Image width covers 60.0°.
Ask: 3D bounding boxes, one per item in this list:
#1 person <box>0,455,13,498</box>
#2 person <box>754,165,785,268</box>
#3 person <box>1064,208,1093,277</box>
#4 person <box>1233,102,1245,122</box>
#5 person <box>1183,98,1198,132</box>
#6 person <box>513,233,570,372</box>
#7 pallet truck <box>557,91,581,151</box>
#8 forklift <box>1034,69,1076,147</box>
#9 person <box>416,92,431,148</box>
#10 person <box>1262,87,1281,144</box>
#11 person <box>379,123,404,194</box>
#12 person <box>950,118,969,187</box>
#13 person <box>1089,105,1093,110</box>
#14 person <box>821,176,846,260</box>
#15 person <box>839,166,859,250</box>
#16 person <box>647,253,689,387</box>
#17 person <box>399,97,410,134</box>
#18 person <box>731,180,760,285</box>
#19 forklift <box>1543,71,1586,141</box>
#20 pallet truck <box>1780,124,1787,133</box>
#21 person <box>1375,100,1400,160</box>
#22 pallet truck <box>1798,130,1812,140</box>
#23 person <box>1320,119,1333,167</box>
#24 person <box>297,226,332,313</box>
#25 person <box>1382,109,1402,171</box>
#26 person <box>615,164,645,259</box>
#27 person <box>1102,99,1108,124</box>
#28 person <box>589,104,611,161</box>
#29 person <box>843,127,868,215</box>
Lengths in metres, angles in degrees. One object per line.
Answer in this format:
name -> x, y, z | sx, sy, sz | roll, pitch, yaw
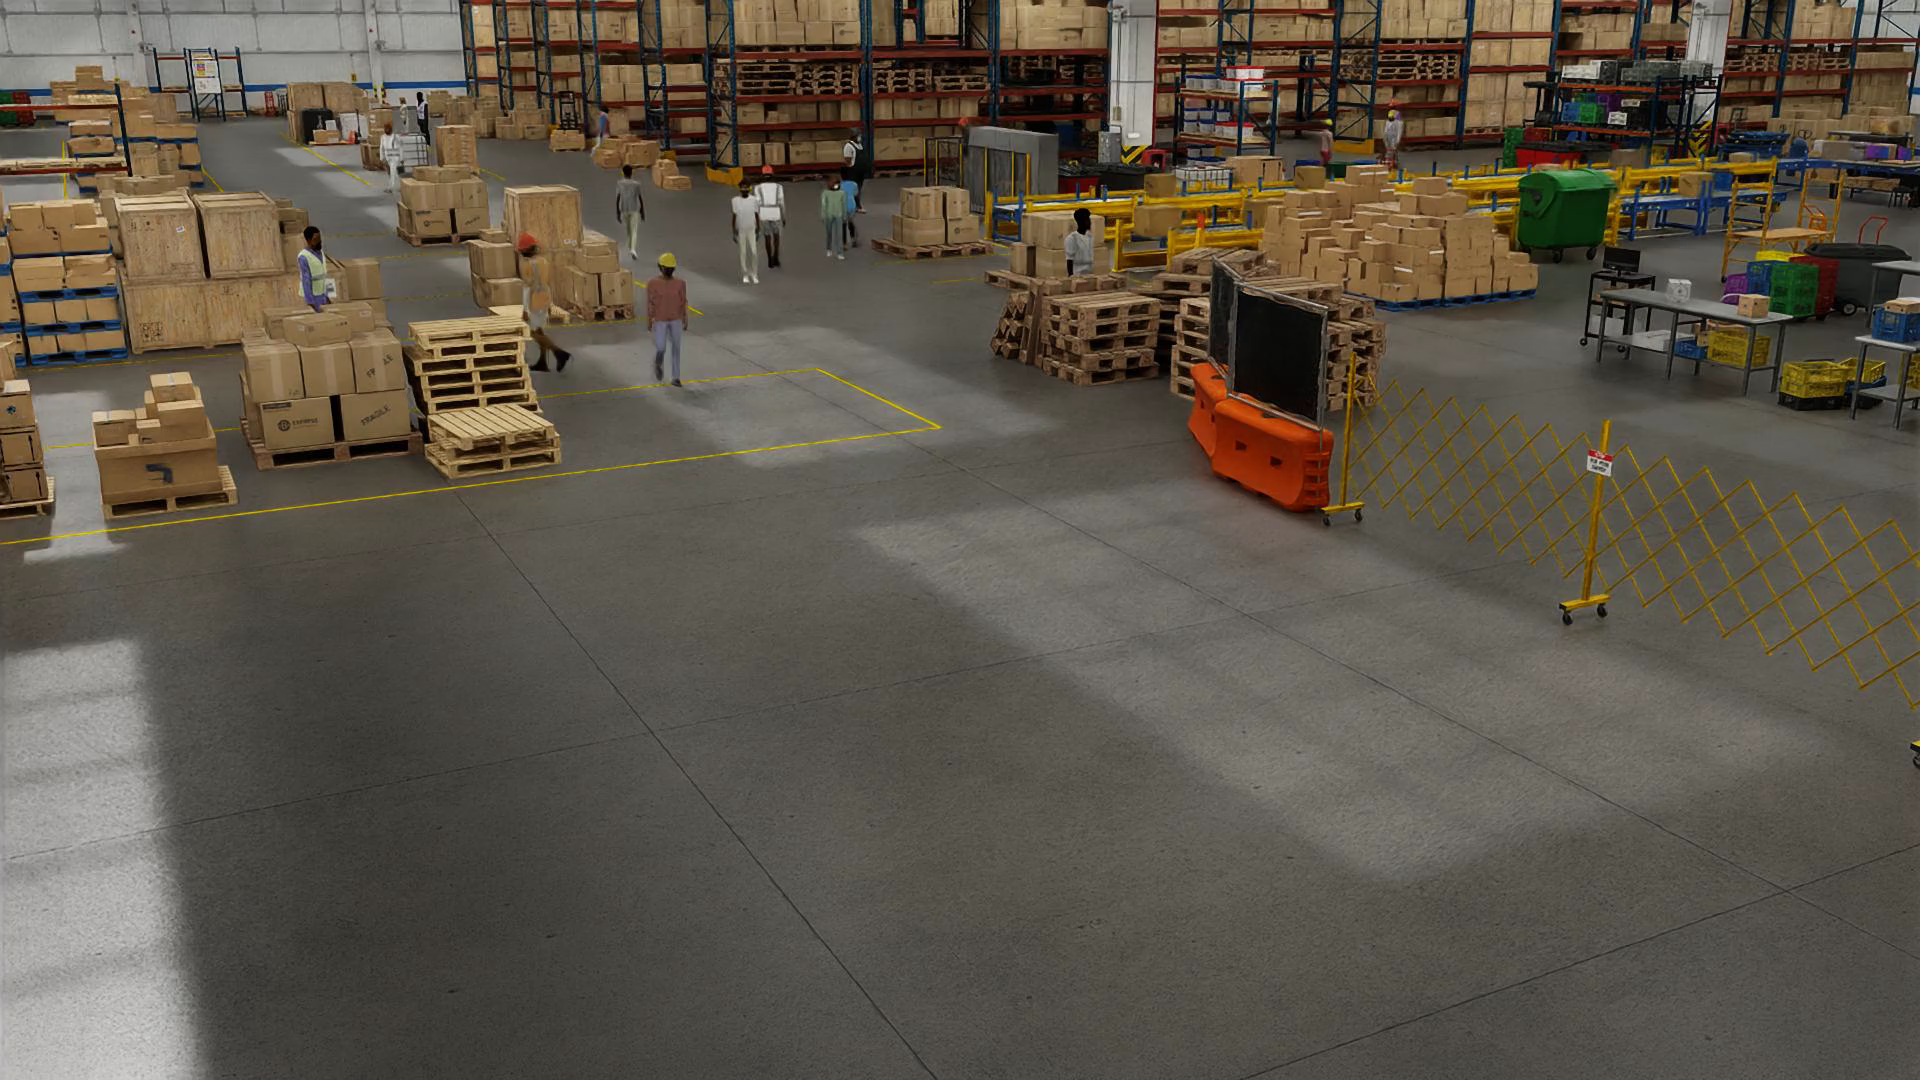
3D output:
person -> -8.357, -0.483, 14.061 | 0.544, 1.804, 0.524 | -2, 18, -7
person -> -3.604, -6.115, 31.442 | 0.580, 1.918, 0.448 | -4, 18, -11
person -> 1.767, -3.872, 24.377 | 0.362, 1.966, 0.611 | 13, 22, 34
person -> 10.046, -15.272, 60.038 | 0.432, 1.892, 0.658 | 5, 19, 17
person -> 8.542, -15.693, 61.405 | 0.657, 1.864, 0.978 | -13, 22, -35
person -> -5.591, -3.141, 22.226 | 0.648, 1.910, 0.593 | 3, 18, 10
pallet truck -> -13.495, -14.412, 57.188 | 0.823, 1.965, 1.885 | -3, 18, -9
forklift -> 2.756, -13.889, 54.133 | 1.873, 2.768, 1.129 | -9, 20, -26
person -> -18.837, -14.746, 58.373 | 0.587, 1.911, 0.398 | 15, 23, 38
person -> 11.186, -15.264, 59.856 | 1.056, 1.982, 0.616 | -8, 19, -22
person -> -15.056, -10.090, 43.994 | 0.604, 1.828, 1.004 | 7, 19, 20
person -> 0.025, -10.170, 44.024 | 0.983, 1.946, 0.659 | -1, 18, -2
person -> 4.932, -16.264, 63.471 | 0.648, 1.678, 0.539 | 12, 22, 34
person -> -2.479, -6.333, 32.659 | 0.502, 1.587, 0.824 | -3, 18, -9
person -> -2.317, -6.718, 33.688 | 0.551, 1.686, 0.361 | -9, 20, -26
person -> -3.784, -2.854, 21.546 | 0.543, 1.749, 0.436 | -8, 19, -22
person -> -20.029, -15.130, 60.002 | 0.311, 1.642, 0.512 | -7, 19, -20
person -> -3.794, -5.455, 29.514 | 0.504, 1.840, 0.796 | -4, 18, -11
forklift -> 18.685, -13.231, 52.085 | 1.873, 2.768, 1.129 | -9, 20, -26
pallet truck -> 25.206, -12.542, 52.601 | 1.601, 1.201, 0.680 | 0, 18, -2
person -> 13.779, -13.126, 53.331 | 0.917, 1.896, 0.572 | -9, 20, -25
pallet truck -> 25.526, -11.556, 49.408 | 1.630, 1.274, 0.653 | -9, 20, -26
person -> 10.265, -10.955, 46.797 | 0.687, 1.744, 0.533 | -7, 19, -20
person -> -8.817, -3.330, 22.767 | 0.397, 1.919, 0.590 | 1, 18, 3
person -> 12.935, -11.990, 49.919 | 0.418, 1.819, 0.619 | -12, 22, -34
person -> -6.477, -6.445, 32.652 | 0.539, 1.823, 0.964 | 0, 18, -1
person -> 6.094, -17.949, 68.851 | 0.494, 1.601, 0.679 | 12, 21, 32
person -> -11.506, -13.066, 53.348 | 0.897, 1.791, 0.659 | -6, 19, -19
person -> -2.438, -8.768, 39.521 | 0.537, 2.000, 0.675 | 9, 20, 25
